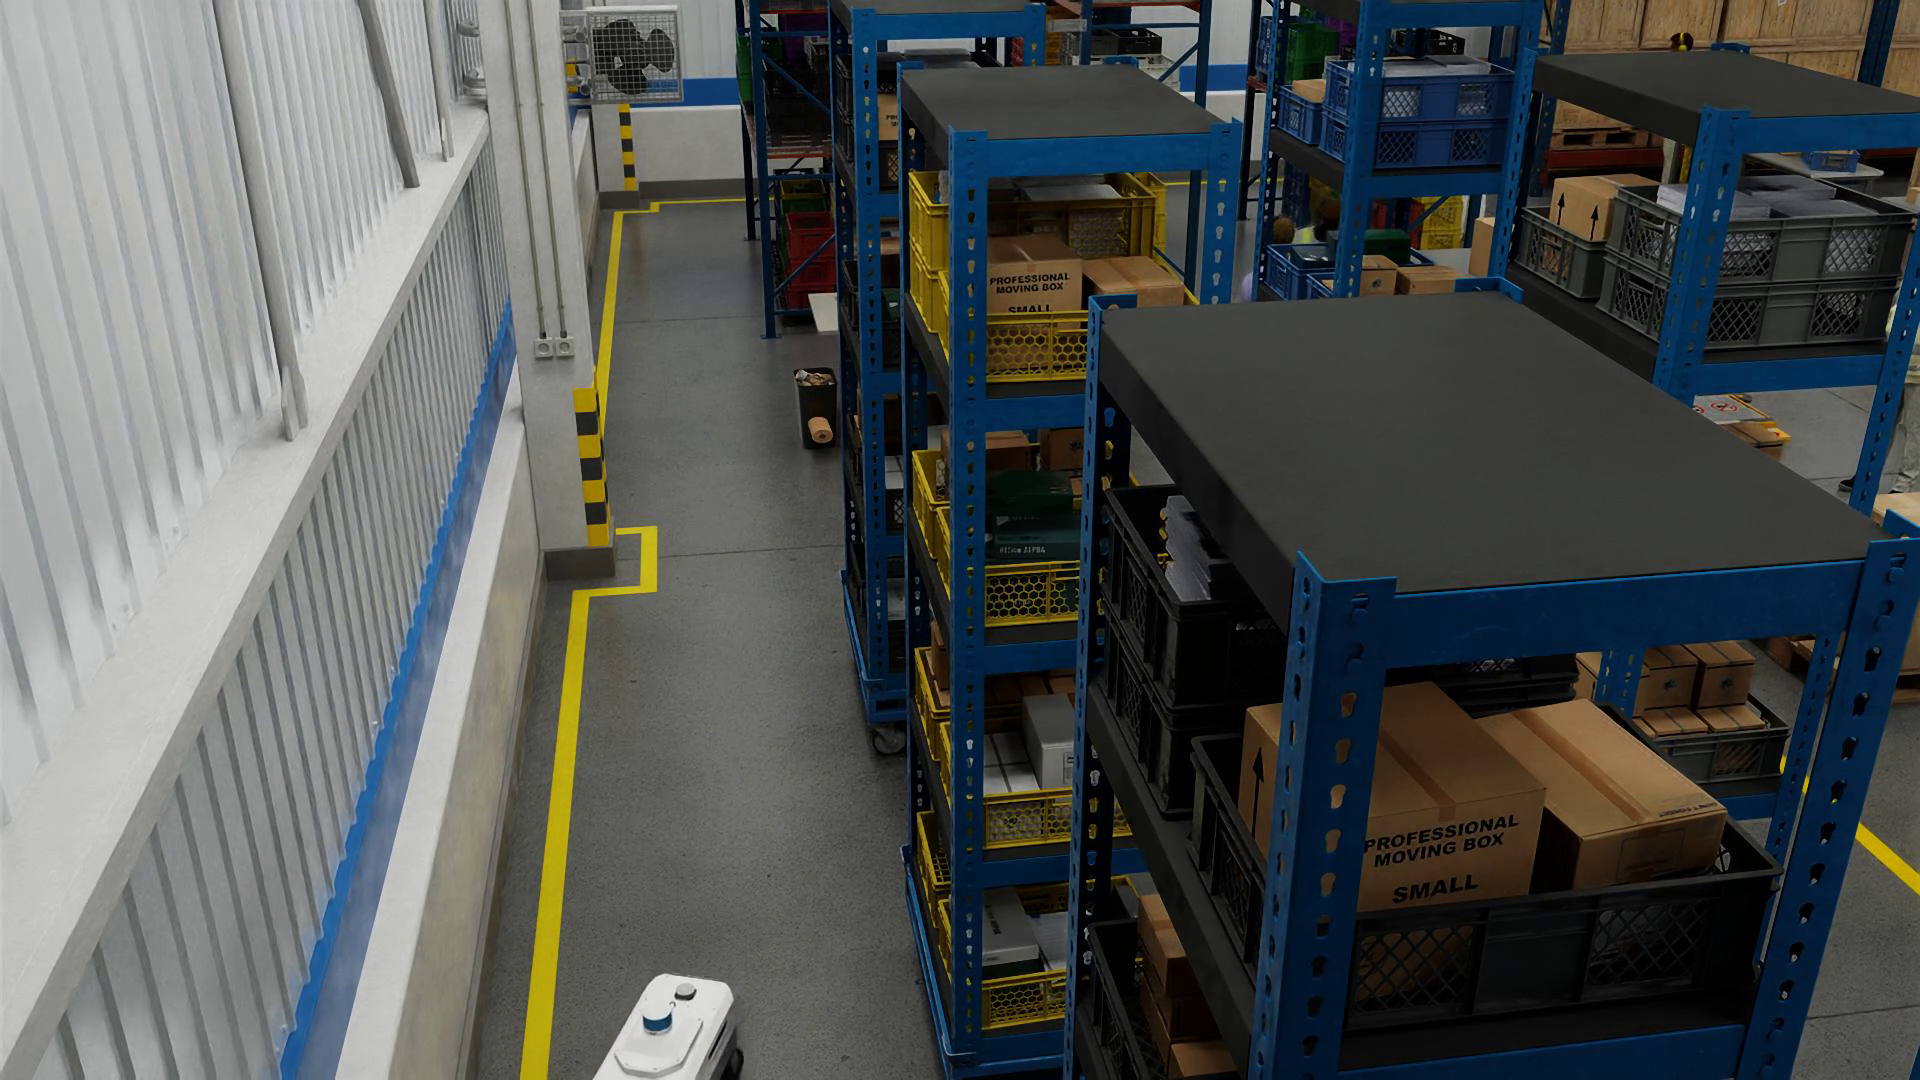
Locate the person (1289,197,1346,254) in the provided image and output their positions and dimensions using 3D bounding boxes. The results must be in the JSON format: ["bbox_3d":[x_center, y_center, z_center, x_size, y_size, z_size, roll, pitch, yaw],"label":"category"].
[{"bbox_3d":[2.545,-1.594,11.935,0.661,1.788,0.986,0,25,-1],"label":"person"}]

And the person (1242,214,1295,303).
[{"bbox_3d":[2.011,-1.153,10.792,0.627,1.941,0.370,-18,30,-34],"label":"person"}]

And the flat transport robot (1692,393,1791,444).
[{"bbox_3d":[5.224,-0.859,12.132,1.431,0.197,0.652,-4,25,-8],"label":"flat transport robot"}]

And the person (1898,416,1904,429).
[{"bbox_3d":[7.124,-1.491,11.840,0.547,1.668,0.689,5,25,12],"label":"person"}]

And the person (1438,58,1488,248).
[{"bbox_3d":[5.192,-3.921,16.873,0.584,1.882,0.344,-10,27,-21],"label":"person"}]

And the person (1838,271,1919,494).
[{"bbox_3d":[6.191,-1.110,10.823,0.404,1.833,0.587,-8,26,-17],"label":"person"}]

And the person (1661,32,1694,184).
[{"bbox_3d":[7.982,-4.731,18.660,0.328,1.865,0.518,8,26,17],"label":"person"}]

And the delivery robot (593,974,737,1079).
[{"bbox_3d":[-1.045,1.835,5.831,0.477,0.478,0.707,5,25,11],"label":"delivery robot"}]
